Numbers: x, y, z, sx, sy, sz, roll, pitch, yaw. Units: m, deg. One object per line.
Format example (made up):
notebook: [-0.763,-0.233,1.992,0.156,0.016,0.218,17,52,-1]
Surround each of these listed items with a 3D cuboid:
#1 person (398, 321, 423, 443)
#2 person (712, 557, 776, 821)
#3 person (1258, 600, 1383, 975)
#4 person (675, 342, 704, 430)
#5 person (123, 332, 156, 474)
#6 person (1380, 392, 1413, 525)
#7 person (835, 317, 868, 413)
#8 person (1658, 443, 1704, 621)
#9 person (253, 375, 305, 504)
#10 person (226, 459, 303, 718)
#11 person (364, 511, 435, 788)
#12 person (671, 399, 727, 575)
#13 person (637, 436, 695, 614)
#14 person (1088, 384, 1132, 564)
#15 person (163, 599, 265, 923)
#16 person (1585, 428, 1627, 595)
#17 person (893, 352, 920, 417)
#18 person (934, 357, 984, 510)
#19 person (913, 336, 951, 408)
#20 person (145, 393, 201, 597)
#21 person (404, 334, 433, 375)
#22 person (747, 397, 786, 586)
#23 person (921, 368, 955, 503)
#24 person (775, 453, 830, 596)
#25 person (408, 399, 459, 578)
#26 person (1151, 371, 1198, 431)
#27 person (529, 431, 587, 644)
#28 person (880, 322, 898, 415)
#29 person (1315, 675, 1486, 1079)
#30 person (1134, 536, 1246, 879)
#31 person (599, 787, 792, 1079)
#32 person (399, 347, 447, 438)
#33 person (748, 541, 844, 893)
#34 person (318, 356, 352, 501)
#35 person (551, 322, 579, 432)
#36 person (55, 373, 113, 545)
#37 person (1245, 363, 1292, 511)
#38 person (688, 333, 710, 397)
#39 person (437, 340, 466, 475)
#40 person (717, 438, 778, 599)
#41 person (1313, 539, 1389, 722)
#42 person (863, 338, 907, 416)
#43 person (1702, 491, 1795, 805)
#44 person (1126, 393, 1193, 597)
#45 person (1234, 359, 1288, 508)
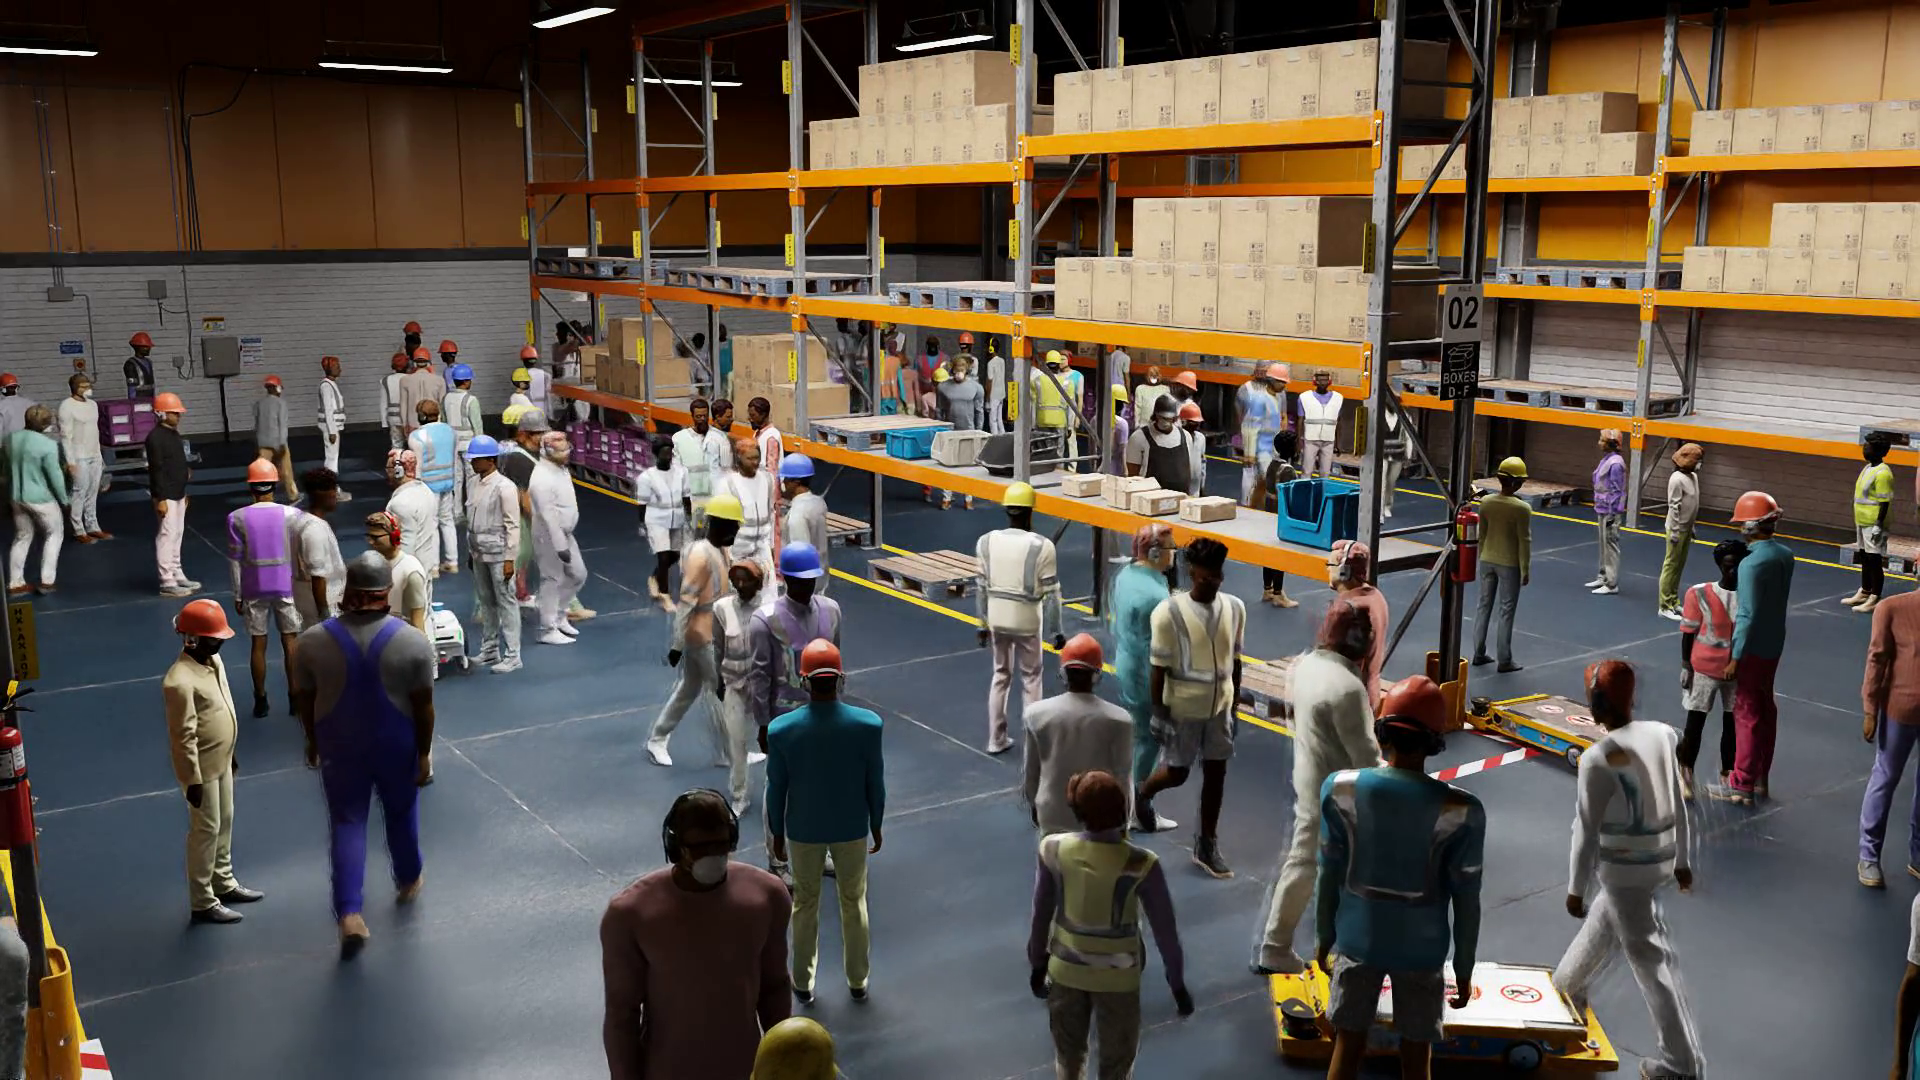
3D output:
person: [-8.934,-2.577,27.200,0.412,1.986,0.609,1,11,6]
person: [-1.287,0.878,10.481,0.535,1.603,0.814,2,11,9]
person: [1.921,1.222,8.057,0.983,1.858,0.654,0,11,2]
person: [-4.106,-2.101,25.241,0.614,1.796,0.449,2,11,9]
person: [-11.753,-1.974,23.989,0.419,2.034,0.604,0,11,2]
person: [5.214,-1.014,20.209,0.532,1.590,0.861,1,11,6]
person: [-2.052,-3.167,30.472,0.954,1.922,0.602,7,13,33]
person: [6.650,-0.083,15.324,0.289,1.632,0.497,10,15,40]
person: [-8.702,-1.236,21.105,0.571,1.675,0.929,3,11,15]
person: [-5.102,0.362,12.322,0.546,1.921,0.391,-4,12,-19]
person: [-3.618,0.709,10.759,0.567,1.836,0.385,10,15,42]
person: [-2.561,-0.441,16.423,0.587,1.920,0.390,-6,12,-27]
person: [-2.833,-0.176,15.716,0.543,1.668,0.689,-9,14,-40]
person: [1.616,-0.705,17.782,0.390,1.916,0.585,-8,14,-35]
person: [-3.929,1.155,8.727,0.354,1.737,0.571,-1,11,-6]
person: [6.364,-0.282,16.327,0.311,1.639,0.521,2,11,11]
person: [-0.837,-2.081,25.586,0.520,1.618,0.438,-6,13,-28]
person: [-0.012,-1.337,20.958,0.627,1.940,0.370,1,11,4]
person: [-0.437,-2.347,26.479,0.630,1.811,0.923,1,11,6]
person: [-7.709,-0.449,16.273,0.401,1.989,0.623,-1,11,-6]
person: [-8.036,-2.058,24.576,0.607,1.966,0.367,5,12,26]
person: [-1.931,-0.482,16.675,0.410,1.908,0.598,-4,12,-20]
person: [-0.255,-1.348,21.491,0.525,1.759,0.359,-4,12,-20]
person: [-1.178,0.309,12.516,0.408,1.944,0.613,2,11,9]
person: [-5.419,-0.531,17.088,0.429,1.843,0.625,5,12,25]
person: [2.524,-1.048,19.593,0.569,1.890,0.524,-5,12,-23]
person: [-3.472,-0.010,14.315,0.450,1.884,0.667,0,11,2]
person: [-1.373,-3.088,30.214,0.403,1.824,0.593,-8,14,-36]
person: [1.629,1.500,6.224,0.604,2.032,0.420,5,12,23]
person: [1.304,0.907,9.493,0.601,1.941,0.741,-5,12,-23]
person: [-0.817,1.718,5.323,0.627,1.940,0.372,-5,12,-26]
person: [-7.030,-1.535,21.861,0.617,1.986,0.408,-3,12,-16]
person: [-0.884,0.956,9.199,0.607,1.948,0.389,-10,15,-42]
person: [-8.167,-1.448,21.672,0.361,1.882,0.575,-3,11,-15]
person: [-6.642,-2.714,28.087,0.653,1.923,0.689,7,13,32]
person: [-9.926,-0.923,18.840,0.355,1.936,0.635,1,11,5]
person: [3.586,-1.030,19.198,0.667,2.008,0.642,7,13,33]
person: [-4.531,-2.789,29.105,0.548,1.645,0.887,4,12,19]
person: [-7.254,-1.886,23.769,0.374,1.935,0.552,1,11,3]
person: [-1.723,0.080,13.944,0.610,1.836,0.955,-9,14,-37]
person: [2.169,0.939,9.395,0.401,1.906,0.651,5,12,26]
person: [-1.177,-2.131,25.227,0.661,1.854,0.960,-5,12,-24]
person: [5.000,0.679,10.523,0.611,1.985,0.393,-10,15,-42]
person: [1.949,-0.404,15.918,0.683,2.000,0.536,-4,12,-20]
person: [3.719,-1.262,20.309,0.682,2.000,0.537,9,14,38]
